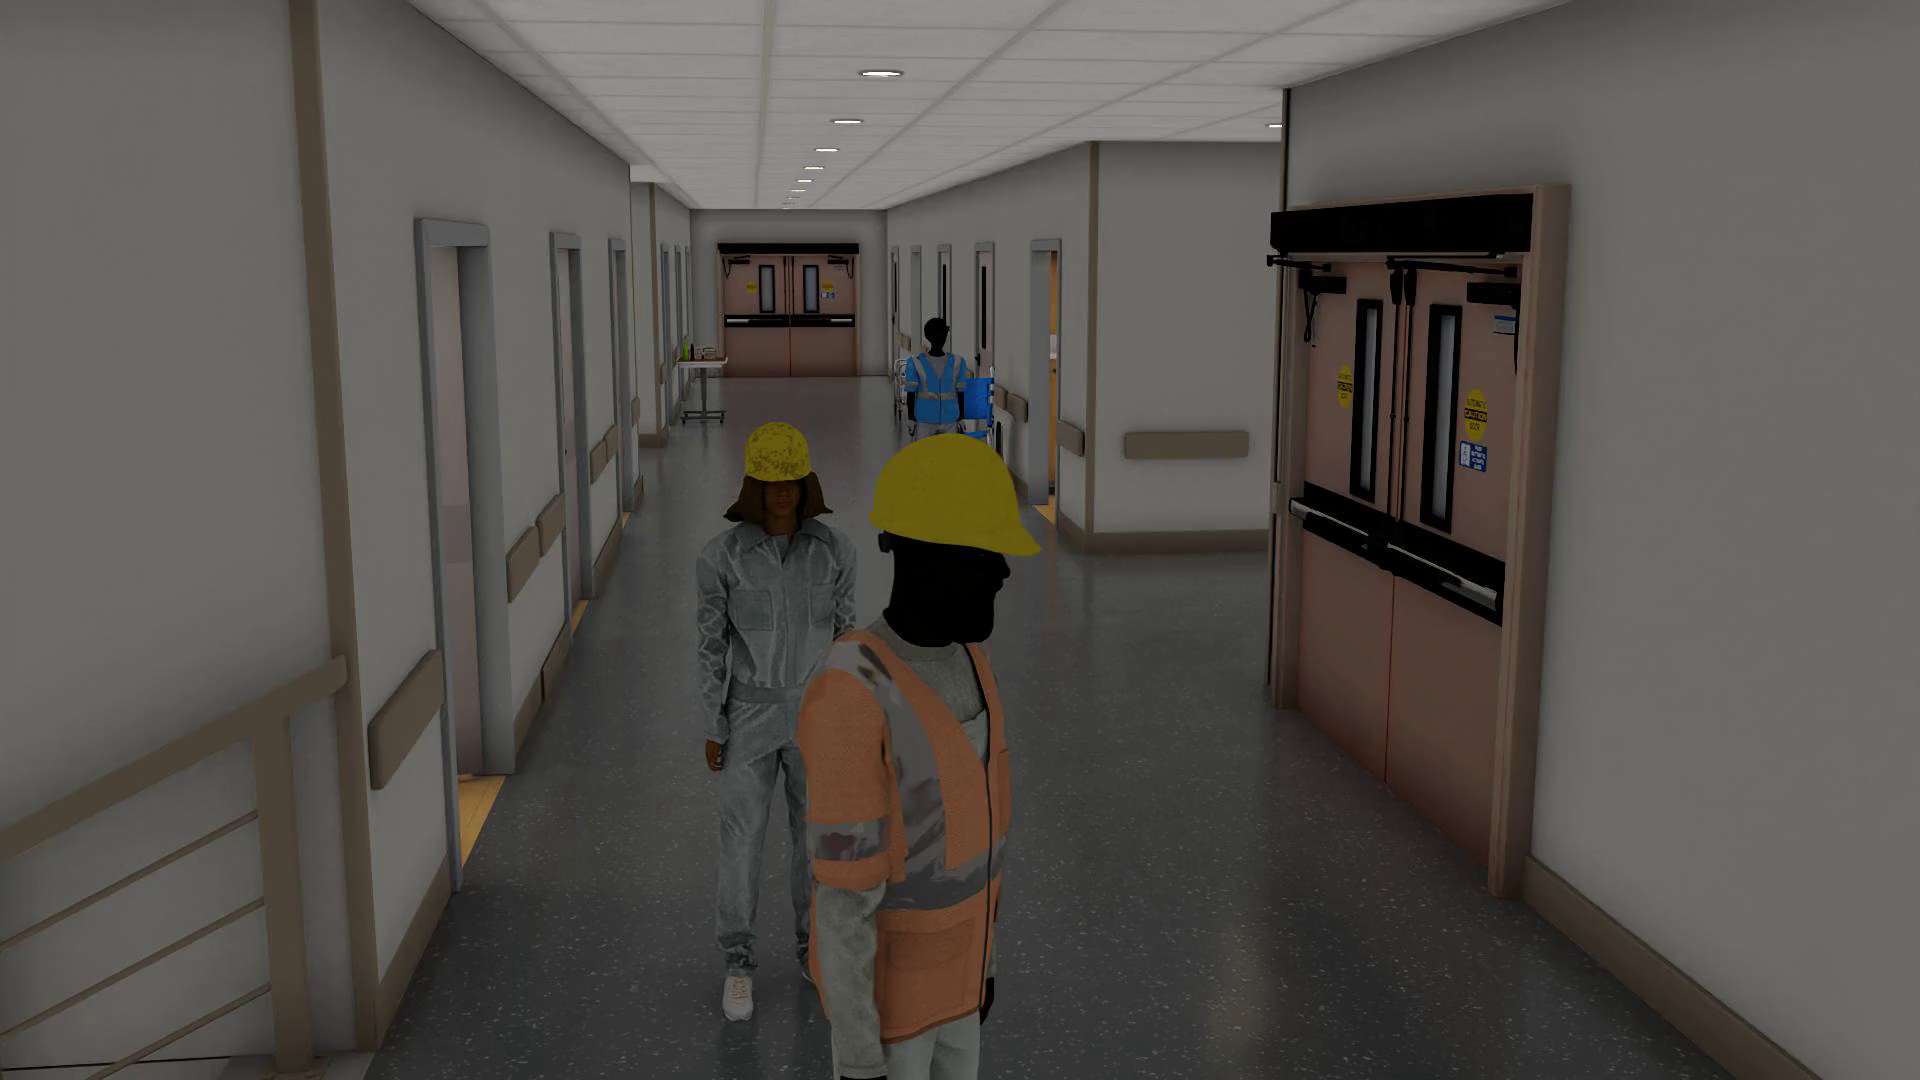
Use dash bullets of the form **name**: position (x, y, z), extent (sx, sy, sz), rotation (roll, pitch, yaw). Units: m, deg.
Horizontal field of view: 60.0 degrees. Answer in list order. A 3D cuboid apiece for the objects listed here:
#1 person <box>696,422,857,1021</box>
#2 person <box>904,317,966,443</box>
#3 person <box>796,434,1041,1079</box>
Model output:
- **person**: position (-0.514, 0.524, 4.850), extent (0.494, 1.743, 0.304), rotation (-4, 11, -22)
- **person**: position (-0.198, -0.996, 13.825), extent (0.535, 1.700, 0.318), rotation (-3, 10, -15)
- **person**: position (-0.058, 0.767, 2.933), extent (0.393, 1.918, 0.585), rotation (4, 11, 23)
